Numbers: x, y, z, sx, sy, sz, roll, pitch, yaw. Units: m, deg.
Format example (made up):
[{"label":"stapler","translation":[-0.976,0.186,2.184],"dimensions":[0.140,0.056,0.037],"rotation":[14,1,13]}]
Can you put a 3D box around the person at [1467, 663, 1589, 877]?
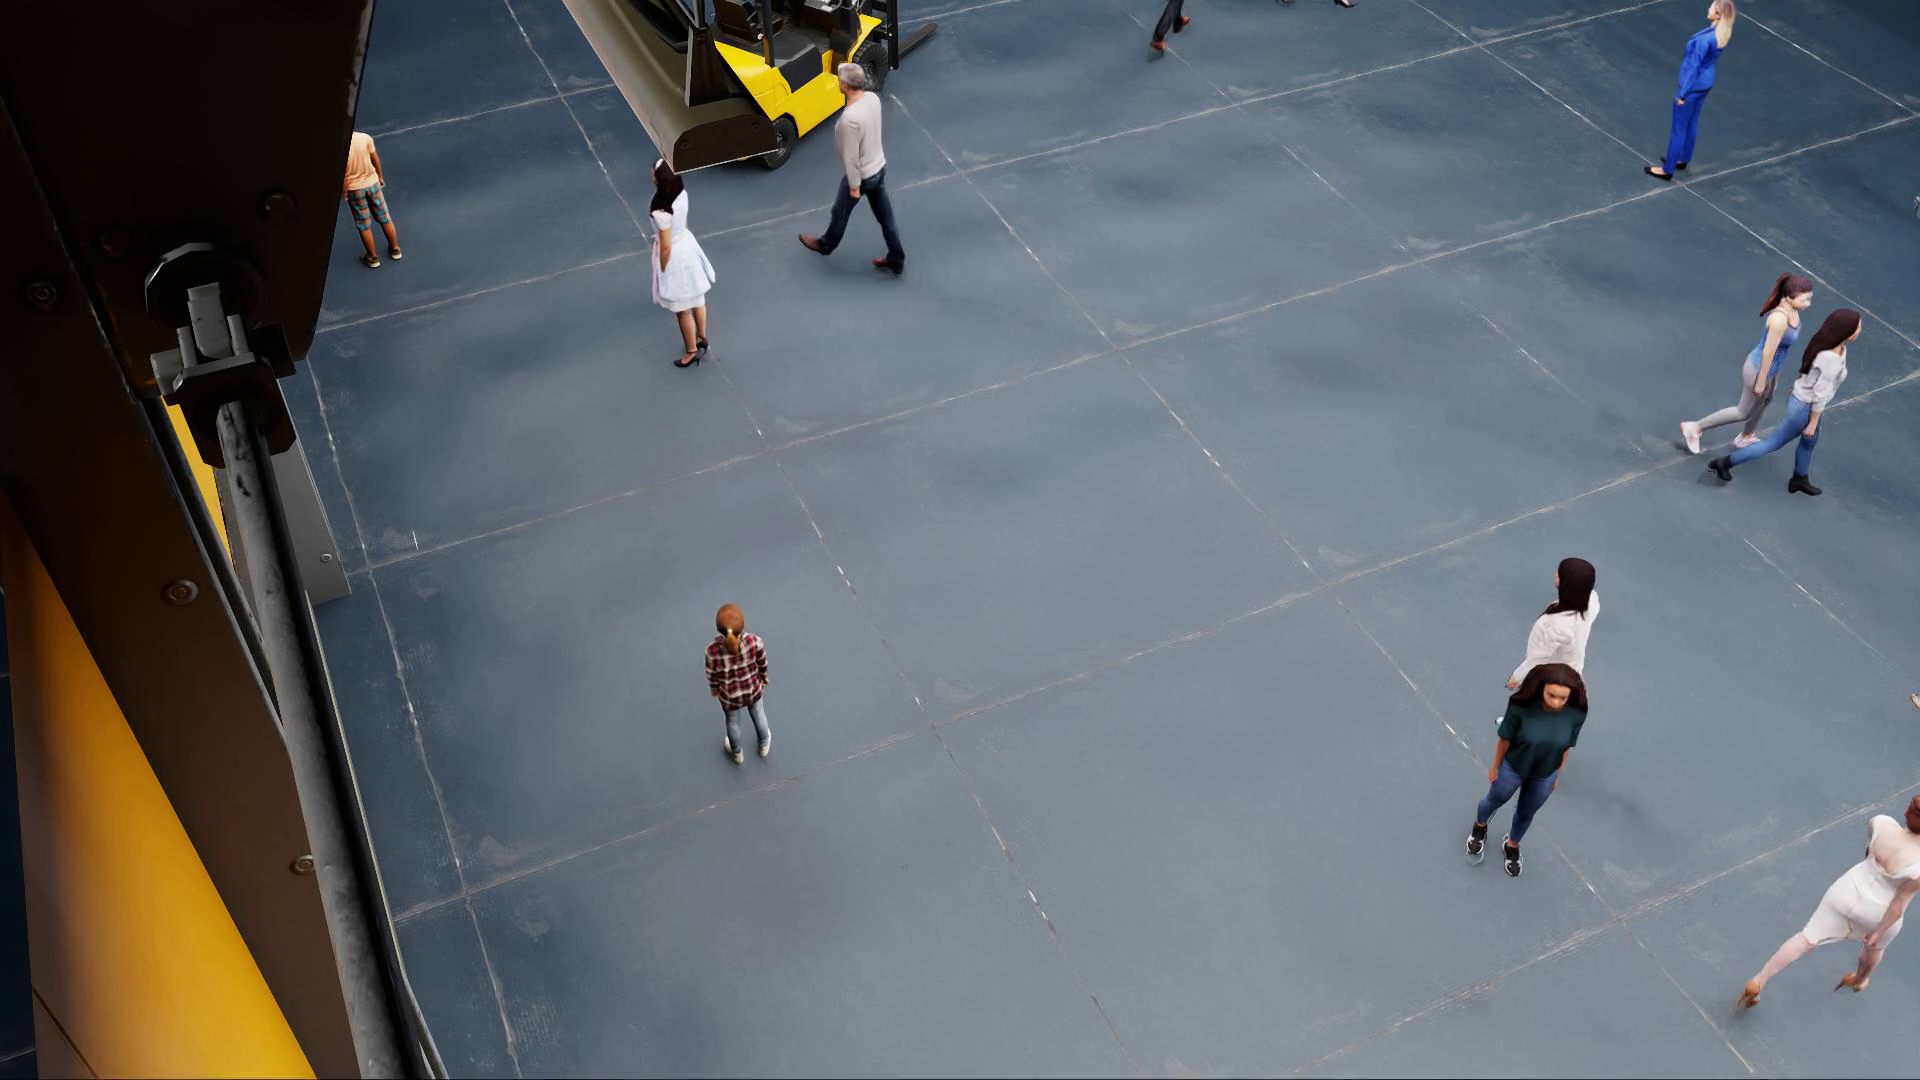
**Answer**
[{"label":"person","translation":[3.215,1.262,9.416],"dimensions":[0.719,1.626,0.765],"rotation":[6,44,6]}]

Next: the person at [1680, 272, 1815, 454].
[{"label":"person","translation":[5.756,-1.242,12.070],"dimensions":[0.999,1.591,0.904],"rotation":[22,48,21]}]

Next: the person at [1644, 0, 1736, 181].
[{"label":"person","translation":[6.624,-4.060,14.951],"dimensions":[0.671,1.699,0.700],"rotation":[34,53,31]}]

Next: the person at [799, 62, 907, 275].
[{"label":"person","translation":[-0.720,-2.998,13.724],"dimensions":[1.330,1.852,1.215],"rotation":[19,47,18]}]

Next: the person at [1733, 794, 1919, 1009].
[{"label":"person","translation":[4.575,1.922,8.635],"dimensions":[0.662,1.749,1.023],"rotation":[-14,45,-14]}]

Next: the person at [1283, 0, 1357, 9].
[{"label":"person","translation":[3.701,-6.330,17.397],"dimensions":[1.152,1.611,1.043],"rotation":[18,46,18]}]

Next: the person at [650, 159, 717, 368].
[{"label":"person","translation":[-2.167,-2.126,12.833],"dimensions":[0.916,1.819,0.857],"rotation":[14,45,14]}]

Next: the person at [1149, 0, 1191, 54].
[{"label":"person","translation":[2.164,-5.790,16.708],"dimensions":[1.212,1.780,1.079],"rotation":[30,51,27]}]

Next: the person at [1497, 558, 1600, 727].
[{"label":"person","translation":[3.617,0.788,9.919],"dimensions":[0.790,1.620,0.763],"rotation":[26,50,25]}]

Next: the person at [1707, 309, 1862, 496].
[{"label":"person","translation":[5.882,-0.951,11.757],"dimensions":[1.098,1.601,1.062],"rotation":[12,45,12]}]

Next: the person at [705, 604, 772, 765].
[{"label":"person","translation":[-1.333,0.870,10.060],"dimensions":[0.551,1.307,0.559],"rotation":[-12,45,-12]}]

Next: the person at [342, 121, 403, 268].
[{"label":"person","translation":[-5.024,-2.979,13.987],"dimensions":[0.565,1.462,0.564],"rotation":[-29,51,-27]}]
